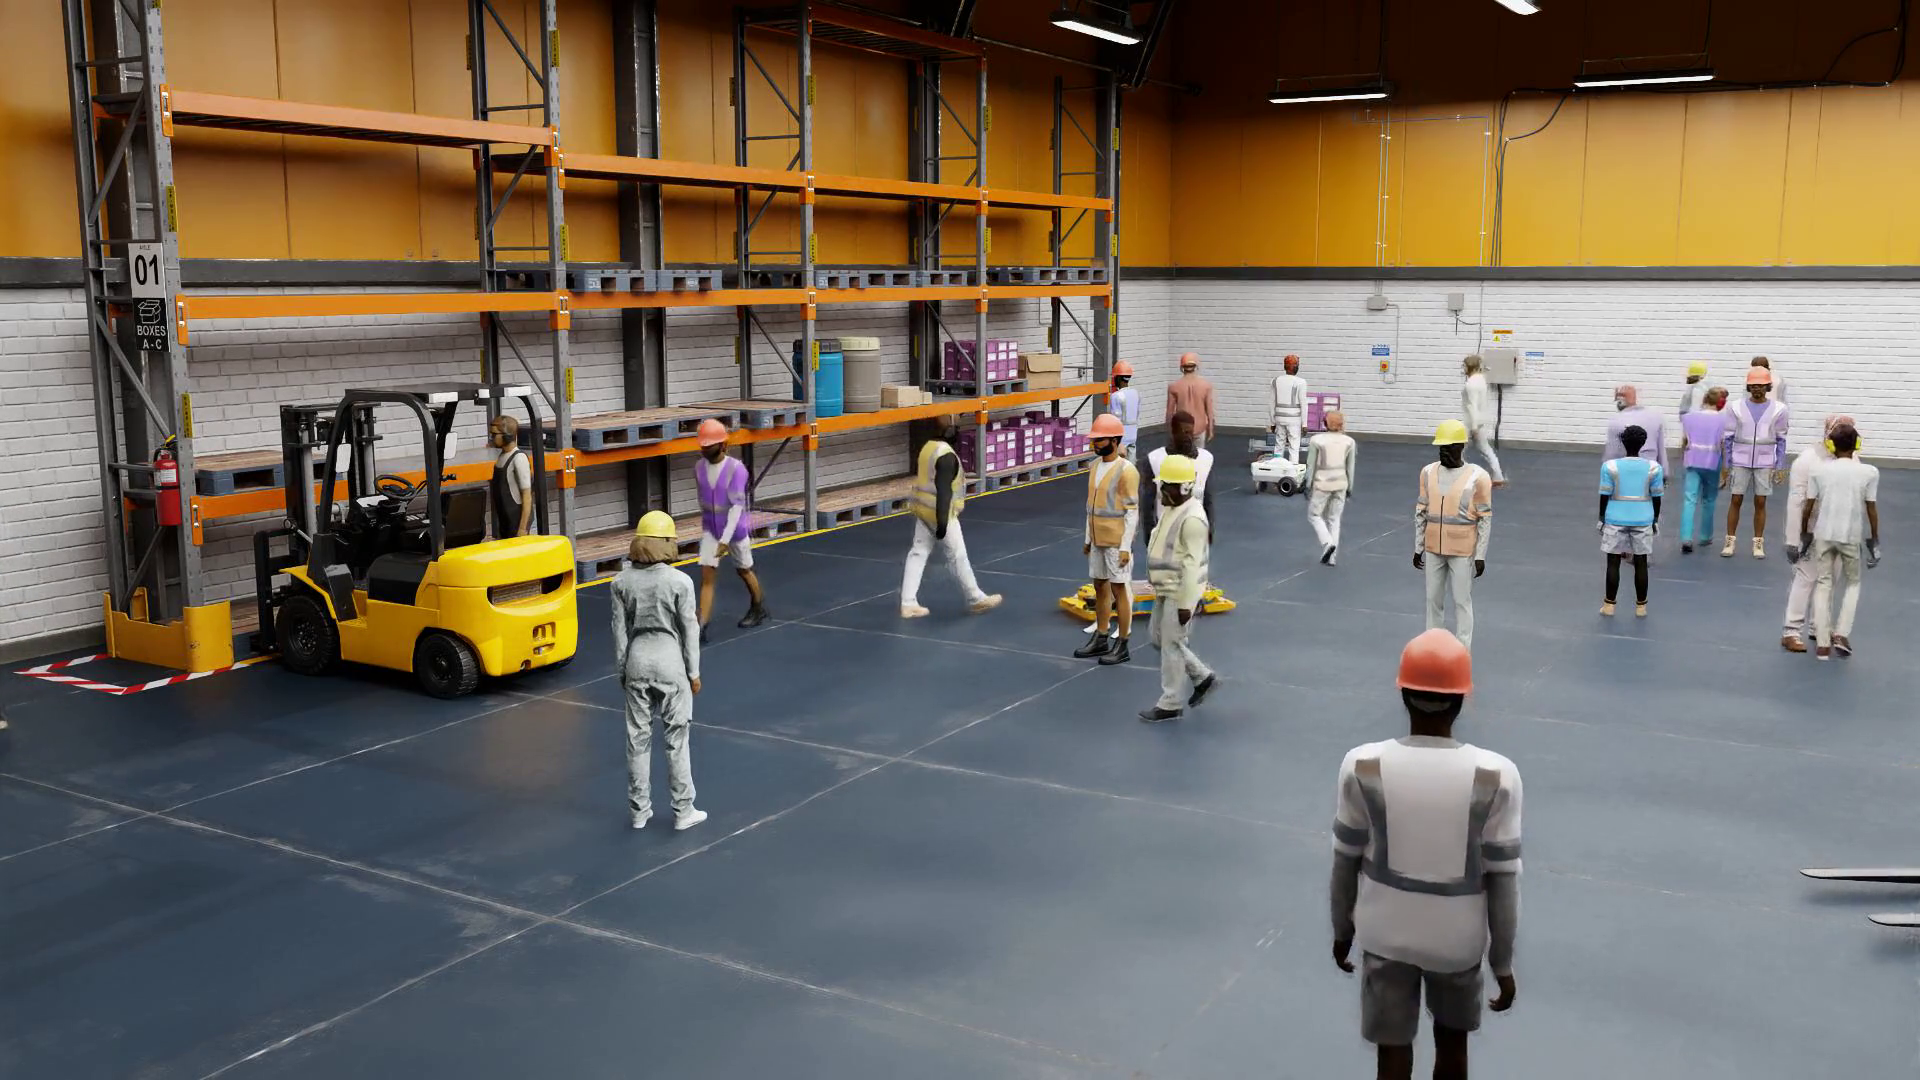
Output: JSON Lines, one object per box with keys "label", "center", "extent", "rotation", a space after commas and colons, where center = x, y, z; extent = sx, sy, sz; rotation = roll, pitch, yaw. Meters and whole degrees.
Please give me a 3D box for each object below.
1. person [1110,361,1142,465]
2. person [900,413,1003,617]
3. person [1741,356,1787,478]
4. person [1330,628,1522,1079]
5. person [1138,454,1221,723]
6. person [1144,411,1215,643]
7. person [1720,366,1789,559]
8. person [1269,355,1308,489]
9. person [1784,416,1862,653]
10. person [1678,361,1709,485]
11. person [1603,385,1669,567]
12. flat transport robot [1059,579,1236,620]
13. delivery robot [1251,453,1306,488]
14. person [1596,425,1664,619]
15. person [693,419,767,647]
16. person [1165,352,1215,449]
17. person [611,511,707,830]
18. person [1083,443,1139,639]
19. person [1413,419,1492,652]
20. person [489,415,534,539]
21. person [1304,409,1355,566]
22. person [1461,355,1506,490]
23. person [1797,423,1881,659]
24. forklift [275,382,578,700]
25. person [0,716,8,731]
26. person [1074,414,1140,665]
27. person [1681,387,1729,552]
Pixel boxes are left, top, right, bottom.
{"label": "person", "center": [1.990, -1.231, 20.479], "extent": [0.355, 1.938, 0.545], "rotation": [7, 12, 39]}
{"label": "person", "center": [-0.104, -0.212, 14.562], "extent": [0.965, 1.786, 0.657], "rotation": [-4, 10, -21]}
{"label": "person", "center": [11.682, -1.762, 24.163], "extent": [0.657, 1.821, 0.568], "rotation": [1, 9, 7]}
{"label": "person", "center": [1.472, 1.212, 5.292], "extent": [0.571, 1.913, 0.780], "rotation": [3, 9, 16]}
{"label": "person", "center": [1.473, 0.327, 11.107], "extent": [0.521, 1.818, 0.615], "rotation": [-1, 9, -8]}
{"label": "person", "center": [1.803, -0.142, 13.828], "extent": [0.590, 1.898, 0.816], "rotation": [-1, 9, -9]}
{"label": "person", "center": [8.370, -0.812, 17.538], "extent": [0.609, 2.044, 0.396], "rotation": [4, 10, 25]}
{"label": "person", "center": [4.572, -1.627, 23.115], "extent": [0.584, 1.882, 0.339], "rotation": [8, 12, 42]}
{"label": "person", "center": [6.923, -0.055, 13.326], "extent": [0.784, 1.884, 0.409], "rotation": [-4, 10, -25]}
{"label": "person", "center": [10.384, -1.644, 23.558], "extent": [0.405, 1.776, 0.657], "rotation": [4, 10, 24]}
{"label": "person", "center": [6.930, -0.677, 17.307], "extent": [0.710, 1.853, 0.898], "rotation": [-4, 10, -21]}
{"label": "flat transport robot", "center": [1.665, 0.513, 14.781], "extent": [1.431, 0.197, 0.652], "rotation": [-3, 10, -19]}
{"label": "delivery robot", "center": [4.343, -0.943, 22.694], "extent": [0.707, 0.478, 0.477], "rotation": [6, 11, 35]}
{"label": "person", "center": [5.832, -0.154, 14.508], "extent": [0.542, 1.695, 0.316], "rotation": [2, 9, 12]}
{"label": "person", "center": [-1.910, -0.093, 13.720], "extent": [0.529, 1.857, 1.107], "rotation": [4, 10, 22]}
{"label": "person", "center": [3.012, -1.478, 21.864], "extent": [0.631, 1.976, 0.658], "rotation": [0, 9, 2]}
{"label": "person", "center": [-1.630, 0.706, 9.021], "extent": [0.484, 1.735, 0.311], "rotation": [2, 9, 11]}
{"label": "person", "center": [1.269, -0.007, 13.761], "extent": [0.314, 1.641, 0.515], "rotation": [-7, 12, -38]}
{"label": "person", "center": [3.667, 0.056, 12.478], "extent": [0.375, 1.925, 0.595], "rotation": [-9, 13, -43]}
{"label": "person", "center": [-3.730, -0.126, 13.879], "extent": [0.327, 1.842, 0.511], "rotation": [-6, 11, -34]}
{"label": "person", "center": [3.796, -0.525, 17.031], "extent": [0.535, 1.623, 0.432], "rotation": [-2, 9, -11]}
{"label": "person", "center": [7.135, -1.623, 23.136], "extent": [1.039, 1.891, 0.634], "rotation": [6, 11, 33]}
{"label": "person", "center": [6.882, 0.013, 13.013], "extent": [0.591, 1.839, 0.496], "rotation": [6, 11, 32]}
{"label": "forklift", "center": [-3.974, -0.067, 12.417], "extent": [2.313, 2.155, 1.214], "rotation": [5, 11, 30]}
{"label": "person", "center": [-6.609, 0.382, 10.483], "extent": [1.004, 1.923, 0.622], "rotation": [-1, 9, -6]}
{"label": "person", "center": [1.134, -0.007, 12.837], "extent": [0.364, 1.939, 0.542], "rotation": [-6, 11, -32]}
{"label": "person", "center": [8.090, -0.768, 18.067], "extent": [0.563, 1.794, 0.973], "rotation": [6, 11, 34]}
